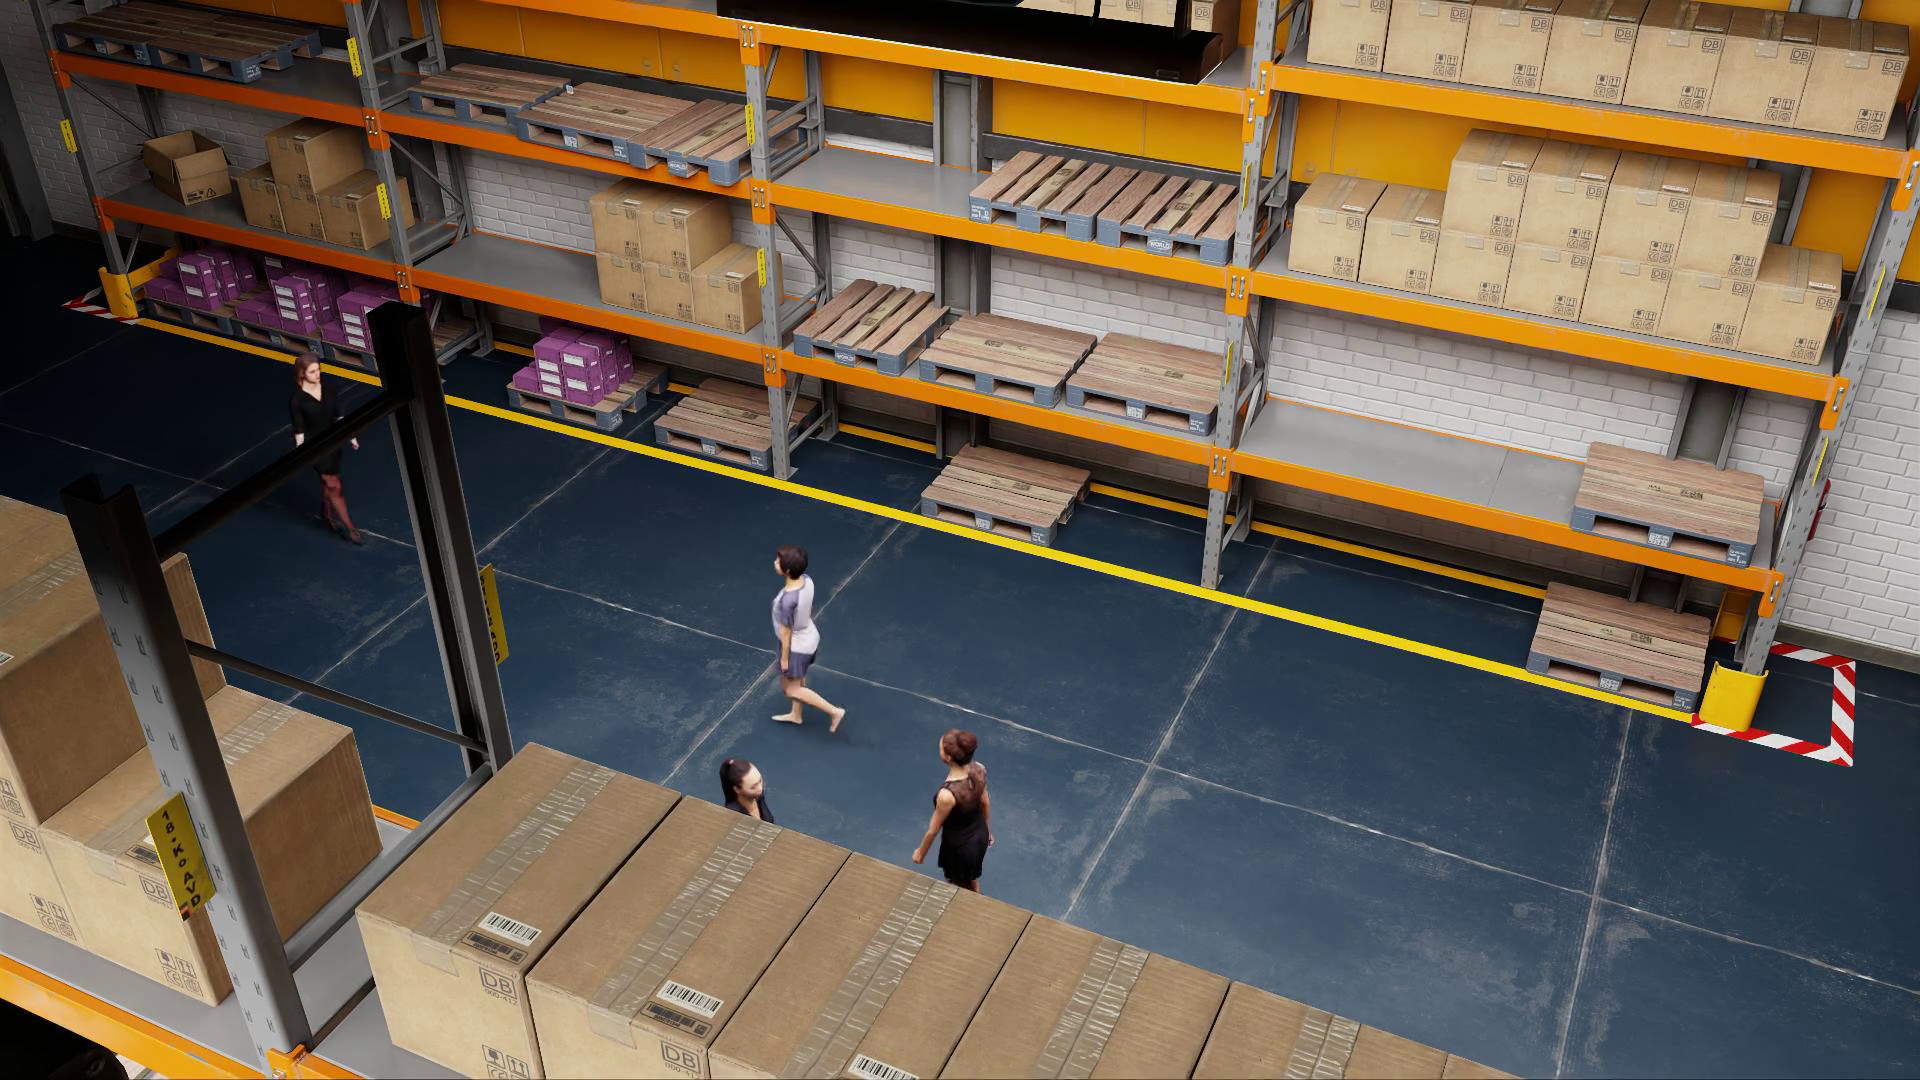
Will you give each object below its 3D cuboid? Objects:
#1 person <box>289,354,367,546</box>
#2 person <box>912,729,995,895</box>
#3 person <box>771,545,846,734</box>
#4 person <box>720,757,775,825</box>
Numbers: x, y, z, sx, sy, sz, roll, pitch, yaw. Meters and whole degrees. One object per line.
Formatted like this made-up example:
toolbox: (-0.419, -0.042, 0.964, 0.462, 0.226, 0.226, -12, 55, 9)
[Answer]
person: (-5.323, -0.783, 13.740, 0.834, 1.684, 0.654, 19, 38, 26)
person: (0.090, 1.837, 9.824, 0.793, 1.656, 0.626, 17, 37, 24)
person: (-1.079, 0.724, 11.595, 0.857, 1.549, 0.668, 8, 34, 11)
person: (-1.195, 1.939, 9.620, 0.516, 1.712, 0.599, 11, 35, 15)
